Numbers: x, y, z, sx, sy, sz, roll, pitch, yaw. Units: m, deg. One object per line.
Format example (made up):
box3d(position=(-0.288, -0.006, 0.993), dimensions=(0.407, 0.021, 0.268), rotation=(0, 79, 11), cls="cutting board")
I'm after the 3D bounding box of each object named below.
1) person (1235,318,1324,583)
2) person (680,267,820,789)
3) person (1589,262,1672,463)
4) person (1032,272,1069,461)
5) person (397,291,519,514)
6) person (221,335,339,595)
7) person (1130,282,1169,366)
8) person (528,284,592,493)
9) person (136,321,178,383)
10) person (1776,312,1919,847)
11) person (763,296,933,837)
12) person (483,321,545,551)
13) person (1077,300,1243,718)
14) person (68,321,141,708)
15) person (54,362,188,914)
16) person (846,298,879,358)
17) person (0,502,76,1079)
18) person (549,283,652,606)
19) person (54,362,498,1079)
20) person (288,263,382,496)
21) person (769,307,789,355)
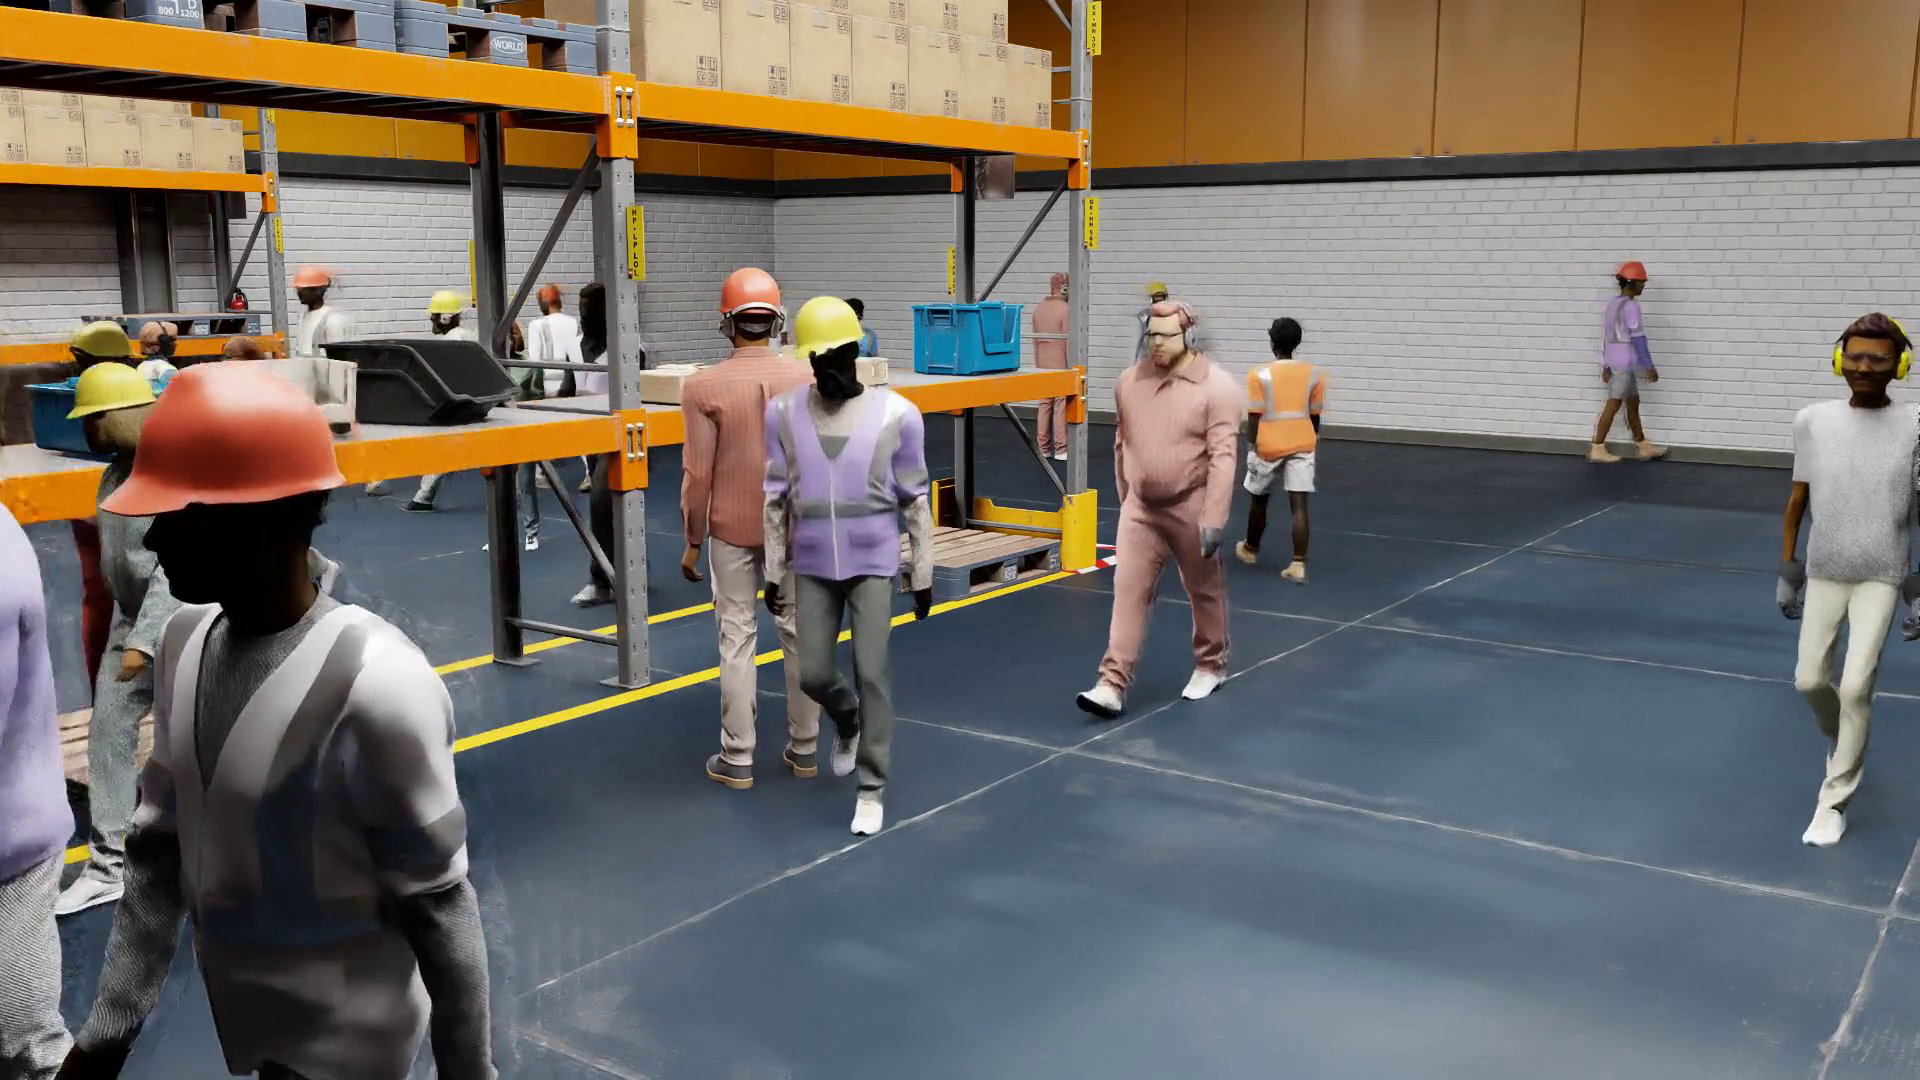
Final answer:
box3d(position=(2.045, -0.586, 10.648), dimensions=(0.548, 1.651, 0.843), rotation=(-2, 10, -9), cls="person")
box3d(position=(-0.783, -0.040, 6.412), dimensions=(0.611, 1.996, 0.379), rotation=(-5, 11, -26), cls="person")
box3d(position=(6.759, -1.754, 16.601), dimensions=(0.888, 2.008, 0.621), rotation=(1, 10, 6), cls="person")
box3d(position=(1.013, -1.752, 16.879), dimensions=(0.402, 1.904, 0.652), rotation=(-6, 11, -32), cls="person")
box3d(position=(-4.027, -1.096, 13.348), dimensions=(0.946, 1.790, 0.585), rotation=(-1, 10, -7), cls="person")
box3d(position=(-3.997, -0.375, 9.554), dimensions=(0.507, 1.605, 0.714), rotation=(8, 13, 41), cls="person")
box3d(position=(2.268, -2.094, 19.332), dimensions=(0.745, 1.782, 0.521), rotation=(1, 10, 8), cls="person")
box3d(position=(-3.487, -1.326, 14.574), dimensions=(0.650, 1.838, 0.958), rotation=(-9, 13, -42), cls="person")
box3d(position=(-5.181, -0.602, 10.841), dimensions=(0.320, 1.638, 0.520), rotation=(-9, 13, -43), cls="person")
box3d(position=(3.190, 0.121, 5.895), dimensions=(0.517, 1.853, 0.696), rotation=(8, 13, 41), cls="person")
box3d(position=(-0.391, 0.074, 6.004), dimensions=(0.637, 1.903, 0.592), rotation=(2, 10, 9), cls="person")
box3d(position=(-3.143, -0.733, 11.605), dimensions=(0.507, 1.636, 0.277), rotation=(0, 10, 0), cls="person")
box3d(position=(0.915, -0.134, 7.409), dimensions=(0.662, 1.842, 1.028), rotation=(7, 12, 34), cls="person")
box3d(position=(-3.761, -0.101, 7.469), dimensions=(0.546, 1.751, 0.449), rotation=(7, 12, 37), cls="person")
box3d(position=(-2.576, 0.309, 5.183), dimensions=(0.481, 1.702, 0.780), rotation=(5, 11, 28), cls="person")
box3d(position=(-1.096, -1.602, 16.725), dimensions=(0.532, 1.664, 0.843), rotation=(-5, 11, -28), cls="person")
box3d(position=(-1.829, 0.587, 2.870), dimensions=(0.655, 1.920, 0.644), rotation=(-9, 13, -41), cls="person")
box3d(position=(-2.192, -0.568, 9.891), dimensions=(0.593, 1.889, 0.806), rotation=(8, 12, 38), cls="person")
box3d(position=(-0.929, 0.683, 2.438), dimensions=(0.552, 1.897, 0.979), rotation=(8, 13, 40), cls="person")
box3d(position=(-5.242, -1.299, 13.873), dimensions=(0.909, 2.011, 0.613), rotation=(-9, 13, -43), cls="person")
box3d(position=(-2.101, -1.950, 18.332), dimensions=(0.516, 1.819, 0.991), rotation=(4, 11, 25), cls="person")
